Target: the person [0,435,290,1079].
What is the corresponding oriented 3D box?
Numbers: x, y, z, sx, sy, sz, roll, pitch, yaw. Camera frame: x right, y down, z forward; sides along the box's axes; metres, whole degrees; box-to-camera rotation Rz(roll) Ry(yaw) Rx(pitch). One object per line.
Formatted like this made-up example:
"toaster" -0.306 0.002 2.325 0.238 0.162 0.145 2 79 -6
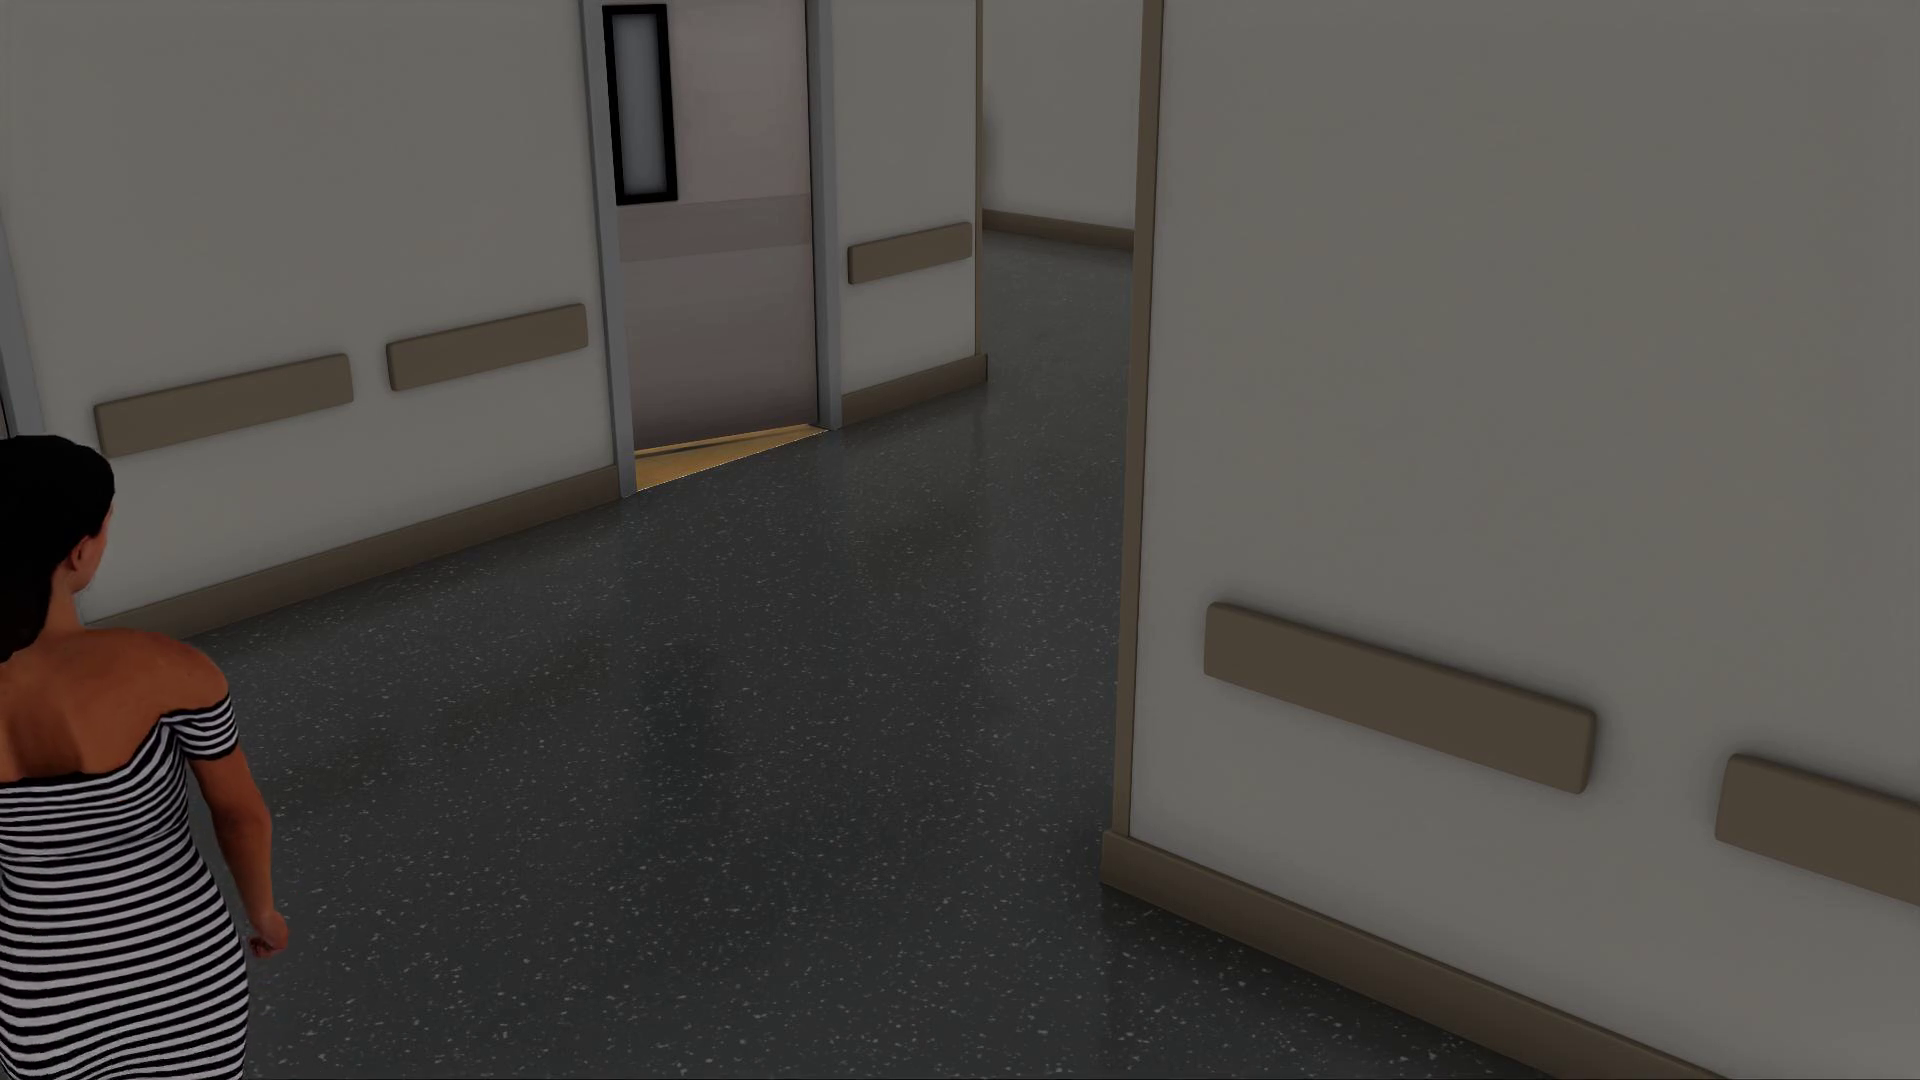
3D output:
"person" -1.196 0.783 2.339 1.109 1.772 1.123 -4 21 -9
